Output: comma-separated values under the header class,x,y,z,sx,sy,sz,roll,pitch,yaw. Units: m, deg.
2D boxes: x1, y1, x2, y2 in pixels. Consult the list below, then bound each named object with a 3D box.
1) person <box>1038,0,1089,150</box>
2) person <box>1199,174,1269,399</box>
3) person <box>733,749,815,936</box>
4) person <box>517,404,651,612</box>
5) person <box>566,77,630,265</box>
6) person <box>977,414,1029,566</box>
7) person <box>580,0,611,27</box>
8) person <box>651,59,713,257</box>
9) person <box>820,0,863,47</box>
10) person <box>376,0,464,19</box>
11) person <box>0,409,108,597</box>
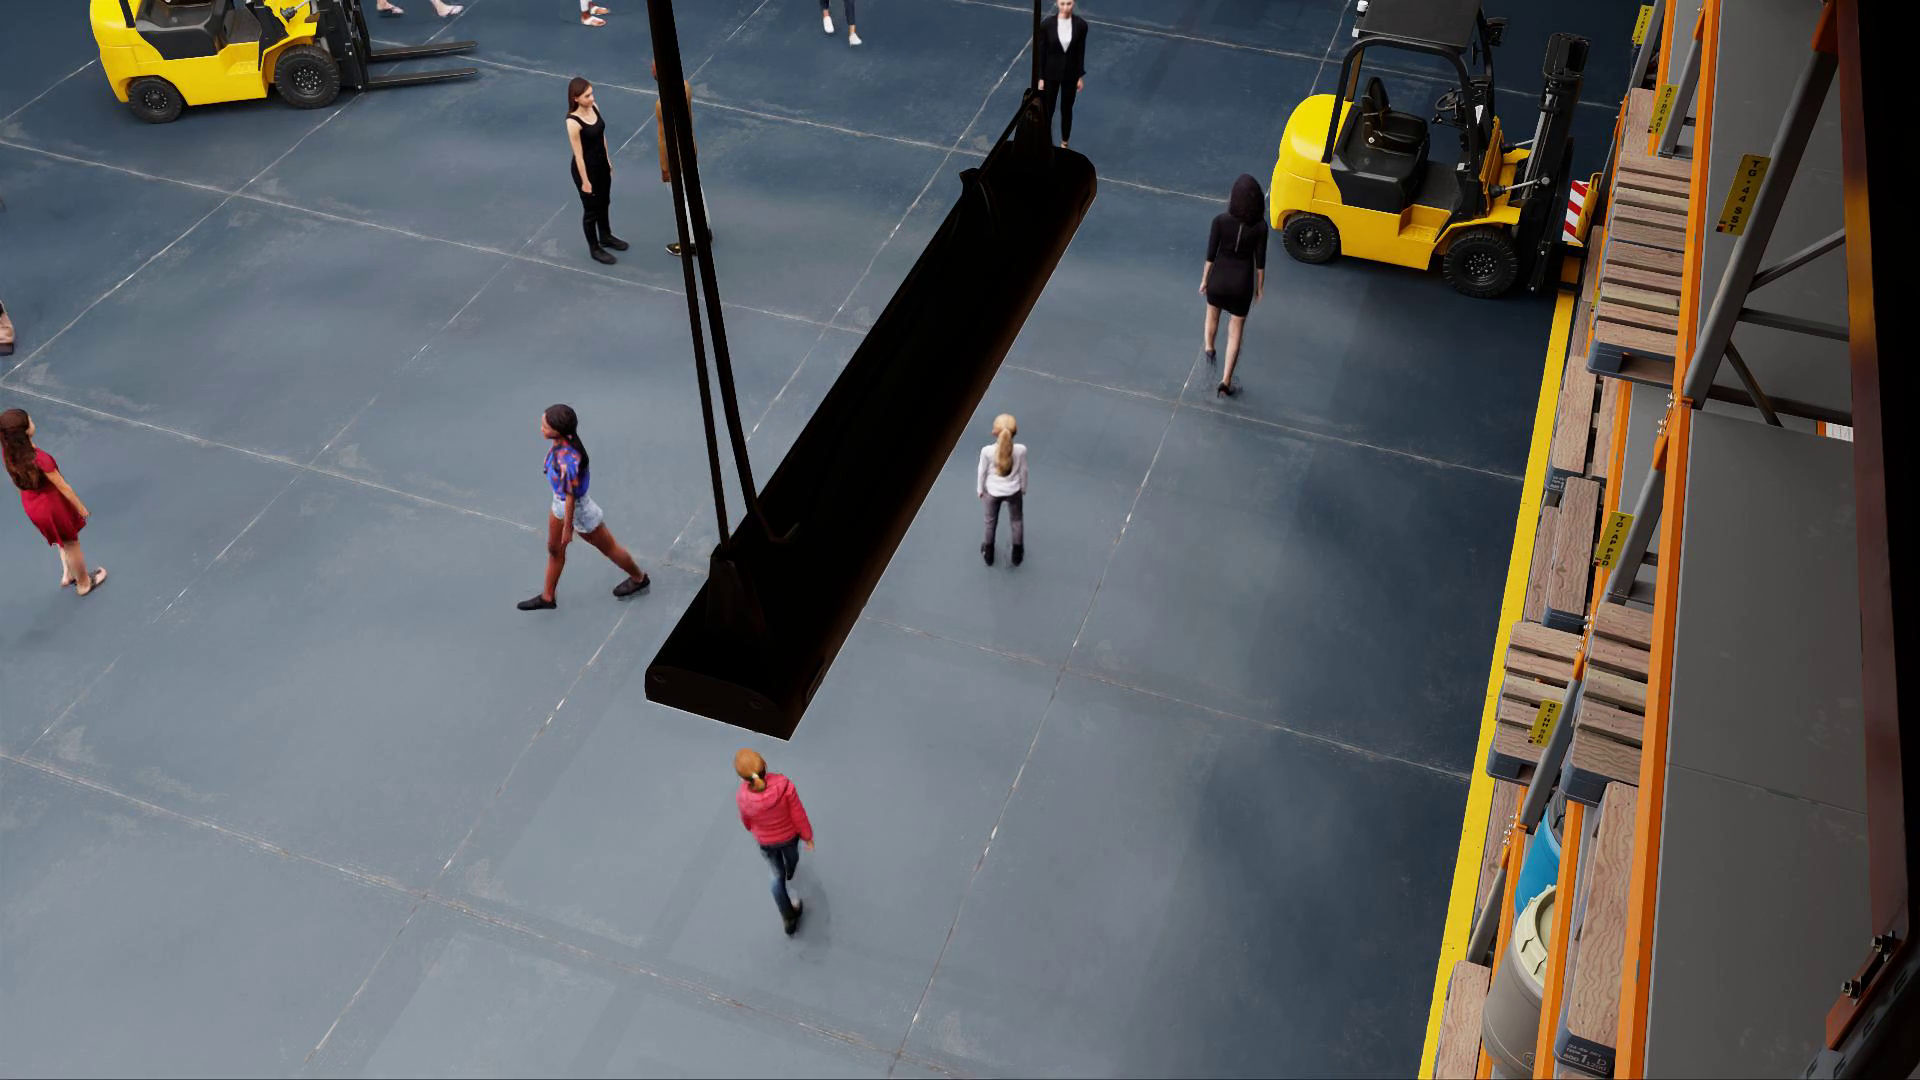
class,x,y,z,sx,sy,sz,roll,pitch,yaw
person,0.919,-4.228,15.189,0.693,1.707,0.689,-4,44,-4
person,2.048,-1.875,12.672,0.692,1.773,0.902,12,45,12
person,-1.002,1.700,9.280,0.788,1.274,0.912,-2,44,-2
person,-2.431,-0.190,10.963,1.140,1.689,1.119,-15,46,-16
person,-3.112,-3.132,14.053,0.633,1.687,0.467,13,45,13
person,0.298,-0.339,11.419,0.562,1.276,0.585,0,44,0
person,-3.927,-6.246,17.295,0.719,1.724,0.558,0,44,0
person,-2.370,-3.269,14.105,0.671,1.814,0.454,15,46,15
person,-1.326,-6.001,17.001,1.047,1.775,1.187,-12,45,-13
person,-5.932,-6.248,17.253,1.060,1.784,1.218,-3,44,-4
person,-6.108,-0.193,11.072,0.553,1.544,0.621,13,45,13
